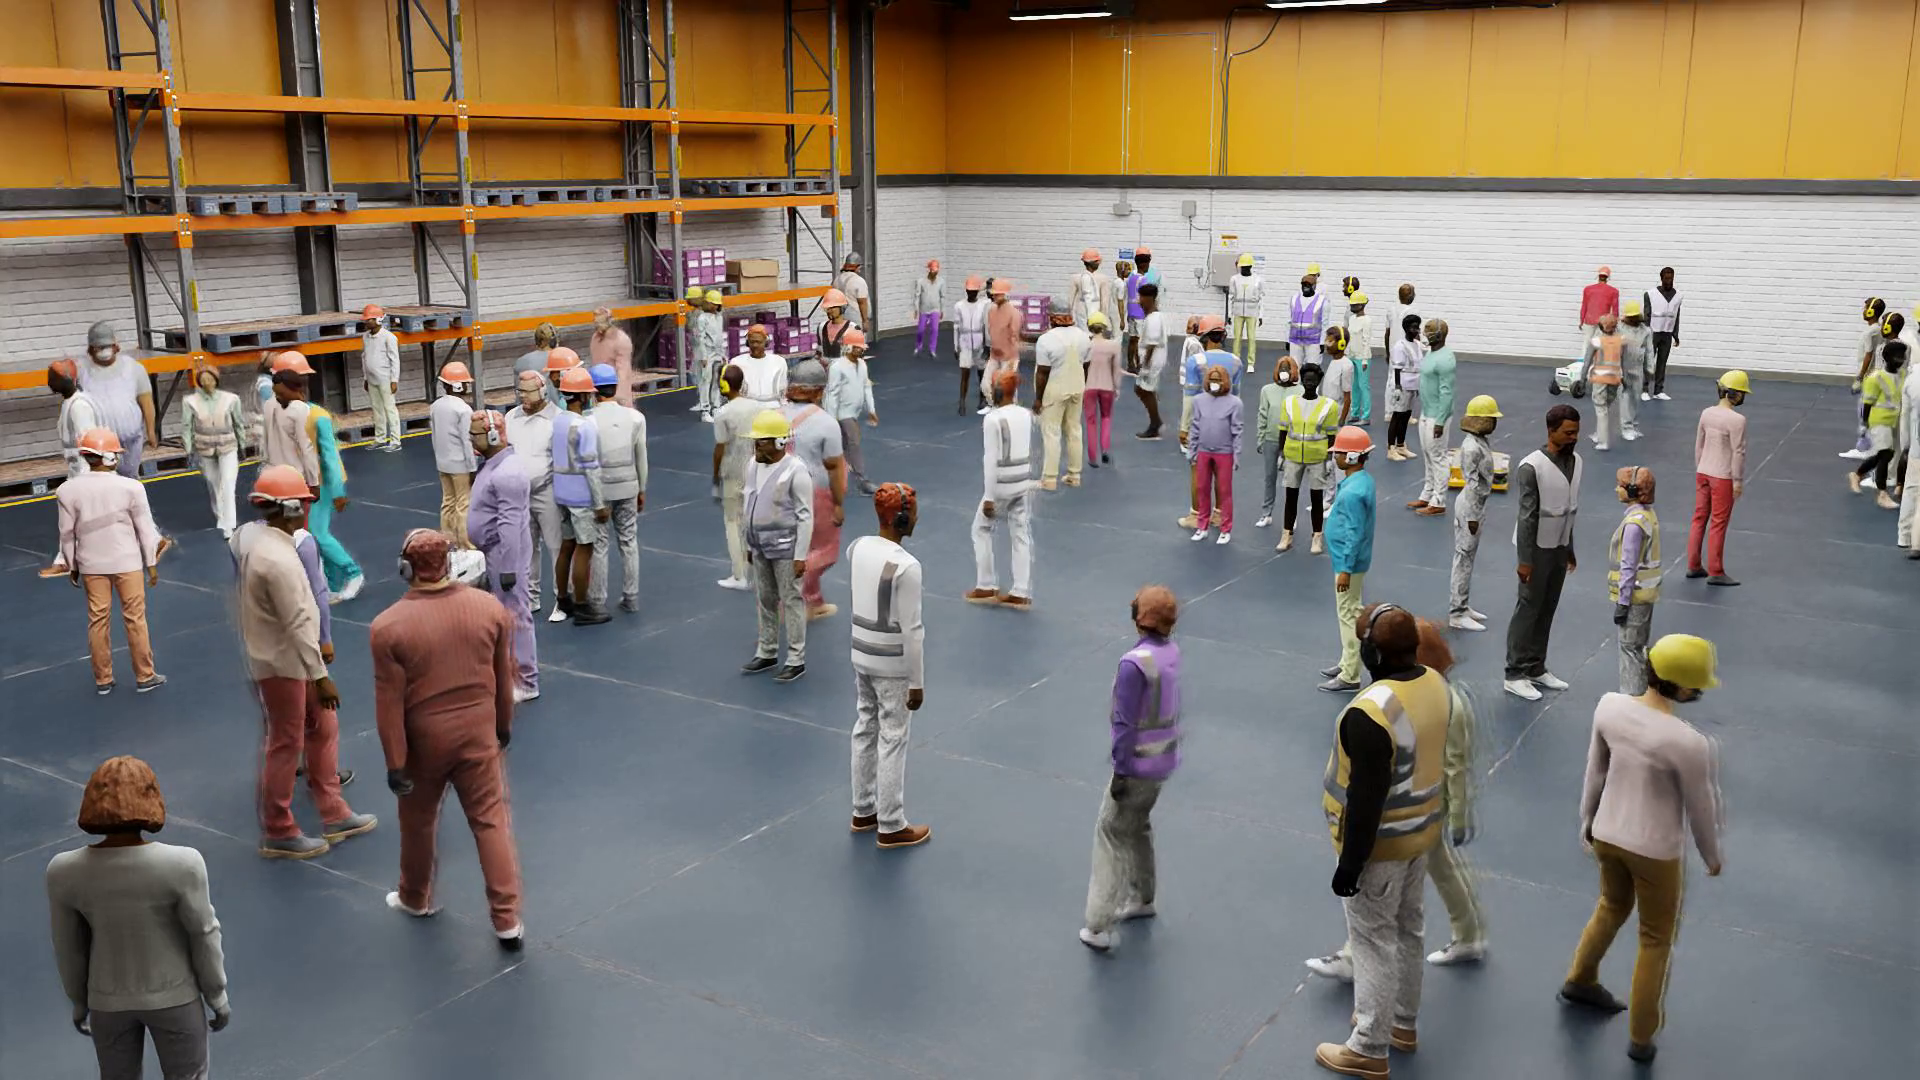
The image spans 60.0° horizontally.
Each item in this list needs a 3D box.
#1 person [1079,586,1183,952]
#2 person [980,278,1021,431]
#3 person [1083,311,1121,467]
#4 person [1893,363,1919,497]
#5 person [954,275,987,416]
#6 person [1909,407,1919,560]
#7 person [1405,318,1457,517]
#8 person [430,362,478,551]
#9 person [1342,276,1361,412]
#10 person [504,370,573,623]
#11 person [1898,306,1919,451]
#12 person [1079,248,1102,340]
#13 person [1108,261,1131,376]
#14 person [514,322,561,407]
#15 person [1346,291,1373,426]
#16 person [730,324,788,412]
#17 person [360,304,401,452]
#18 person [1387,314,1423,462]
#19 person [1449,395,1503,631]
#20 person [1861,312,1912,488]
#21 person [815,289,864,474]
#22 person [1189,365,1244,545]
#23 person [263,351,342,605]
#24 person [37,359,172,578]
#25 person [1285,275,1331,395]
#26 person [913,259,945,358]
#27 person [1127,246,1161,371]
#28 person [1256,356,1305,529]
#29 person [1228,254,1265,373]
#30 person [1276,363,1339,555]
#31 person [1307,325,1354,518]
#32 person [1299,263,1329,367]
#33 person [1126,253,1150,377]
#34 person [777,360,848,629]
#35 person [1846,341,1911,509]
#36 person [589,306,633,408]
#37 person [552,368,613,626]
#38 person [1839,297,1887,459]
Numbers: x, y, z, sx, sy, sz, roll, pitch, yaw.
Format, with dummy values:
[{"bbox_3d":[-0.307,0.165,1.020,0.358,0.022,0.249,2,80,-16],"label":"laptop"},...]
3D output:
[{"bbox_3d":[0.780,1.006,7.403,0.365,1.600,0.616,7,15,27],"label":"person"},{"bbox_3d":[0.487,-2.295,20.899,0.574,1.972,0.650,-9,16,-35],"label":"person"},{"bbox_3d":[1.539,-1.711,18.837,0.546,1.751,0.449,-1,13,-5],"label":"person"},{"bbox_3d":[9.830,-1.233,16.930,0.319,1.688,0.538,-5,14,-23],"label":"person"},{"bbox_3d":[0.195,-2.670,22.818,0.559,1.924,0.945,2,13,7],"label":"person"},{"bbox_3d":[8.562,-0.687,14.447,0.646,1.737,0.555,-8,15,-31],"label":"person"},{"bbox_3d":[4.621,-1.193,16.204,0.378,1.940,0.629,0,13,2],"label":"person"},{"bbox_3d":[-4.291,-0.652,14.262,0.564,1.752,0.339,12,17,41],"label":"person"},{"bbox_3d":[5.383,-2.688,22.875,0.327,1.861,0.498,5,14,22],"label":"person"},{"bbox_3d":[-3.188,-0.331,12.540,0.641,1.906,0.407,5,14,20],"label":"person"},{"bbox_3d":[10.672,-1.674,18.445,0.614,1.871,0.991,4,14,17],"label":"person"},{"bbox_3d":[2.060,-3.570,26.278,0.365,2.048,0.608,1,13,6],"label":"person"},{"bbox_3d":[2.551,-3.554,26.683,0.349,1.837,0.502,-1,13,-6],"label":"person"},{"bbox_3d":[-3.888,-1.085,15.736,0.630,1.938,0.366,4,14,17],"label":"person"},{"bbox_3d":[5.184,-2.371,21.721,0.349,1.758,0.522,-4,13,-15],"label":"person"},{"bbox_3d":[-1.950,-1.151,16.146,0.584,1.880,0.337,-3,13,-12],"label":"person"},{"bbox_3d":[-6.914,-1.925,19.785,0.575,1.749,0.336,8,15,31],"label":"person"},{"bbox_3d":[5.144,-1.757,19.172,0.317,1.698,0.540,11,17,39],"label":"person"},{"bbox_3d":[3.832,-0.211,12.375,0.294,1.744,0.486,5,14,19],"label":"person"},{"bbox_3d":[9.820,-1.478,17.628,0.498,1.860,0.333,-7,15,-27],"label":"person"},{"bbox_3d":[-1.359,-1.747,18.377,0.616,2.041,0.382,8,15,31],"label":"person"},{"bbox_3d":[2.318,-0.774,15.069,0.502,1.634,0.293,8,15,31],"label":"person"},{"bbox_3d":[-5.159,-0.475,12.968,0.612,1.994,0.394,10,17,38],"label":"person"},{"bbox_3d":[-7.257,-0.626,13.997,1.006,1.838,0.590,-10,17,-38],"label":"person"},{"bbox_3d":[4.854,-2.791,23.351,0.626,1.844,0.429,8,15,31],"label":"person"},{"bbox_3d":[-0.543,-4.036,29.013,0.581,1.722,0.617,-4,14,-18],"label":"person"},{"bbox_3d":[2.971,-3.755,27.119,0.614,2.034,0.408,-6,14,-24],"label":"person"},{"bbox_3d":[3.041,-0.918,15.675,0.500,1.636,0.280,6,14,23],"label":"person"},{"bbox_3d":[4.639,-3.676,27.009,0.591,1.921,0.384,6,14,23],"label":"person"},{"bbox_3d":[3.052,-0.718,14.669,0.535,1.700,0.318,6,14,23],"label":"person"},{"bbox_3d":[3.627,-1.150,16.165,0.328,1.874,0.512,-1,13,-6],"label":"person"},{"bbox_3d":[5.777,-3.650,27.255,0.527,1.761,0.339,8,15,31],"label":"person"},{"bbox_3d":[2.864,-3.580,26.496,0.367,1.967,0.601,-5,14,-21],"label":"person"},{"bbox_3d":[-1.161,-0.333,12.252,0.682,2.000,0.756,12,18,42],"label":"person"},{"bbox_3d":[9.287,-1.190,16.771,0.535,1.670,0.737,-5,14,-20],"label":"person"},{"bbox_3d":[-3.876,-1.596,18.120,0.643,1.863,0.875,9,16,35],"label":"person"},{"bbox_3d":[-2.848,-0.327,12.480,0.388,1.929,0.547,-12,18,-42],"label":"person"},{"bbox_3d":[10.532,-1.876,19.315,0.518,1.874,0.326,-11,17,-39],"label":"person"}]
